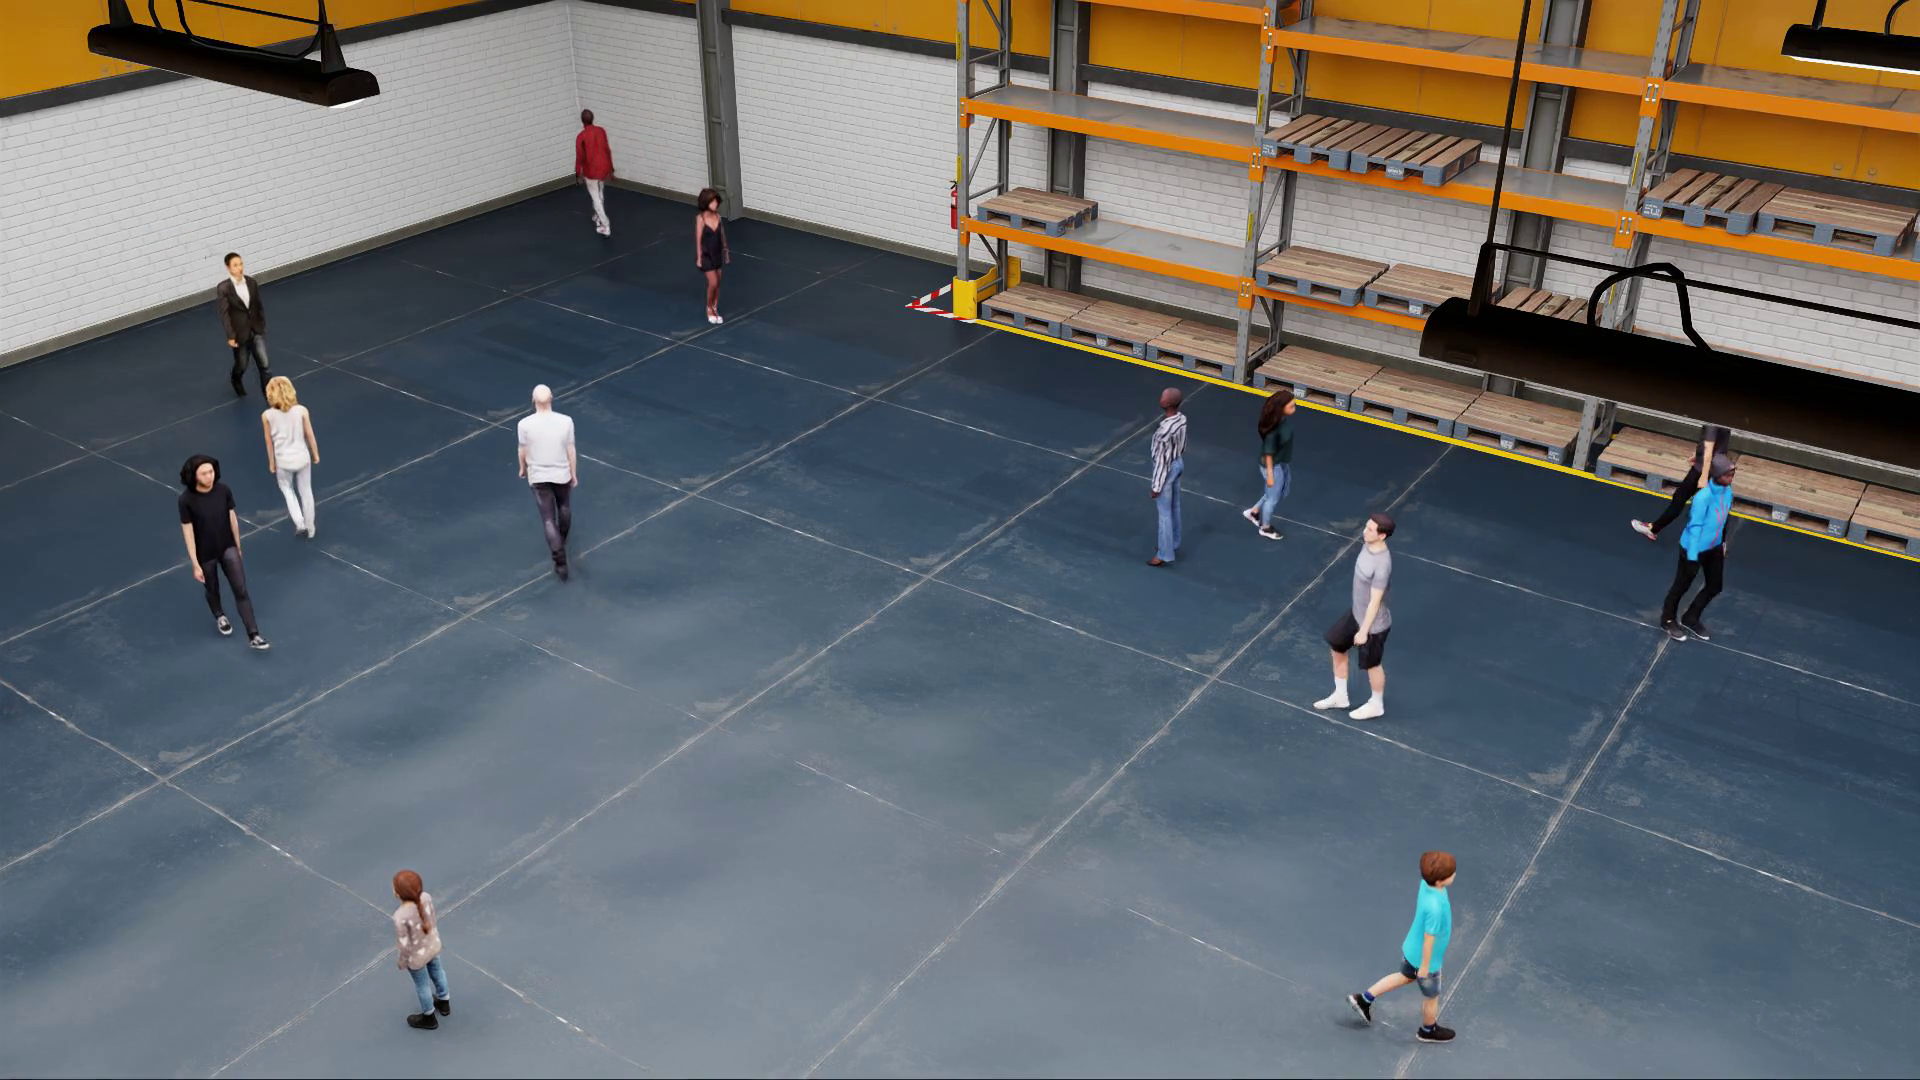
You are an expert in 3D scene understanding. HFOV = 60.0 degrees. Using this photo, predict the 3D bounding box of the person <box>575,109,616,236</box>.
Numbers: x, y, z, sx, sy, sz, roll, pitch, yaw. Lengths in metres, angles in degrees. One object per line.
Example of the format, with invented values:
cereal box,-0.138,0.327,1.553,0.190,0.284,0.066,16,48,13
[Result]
person,-5.259,-5.341,24.208,0.840,1.796,1.014,-23,36,-36

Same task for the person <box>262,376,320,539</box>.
person,-6.399,-0.751,15.935,0.740,1.662,0.779,-12,31,-21

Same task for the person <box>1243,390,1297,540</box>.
person,2.927,-0.725,15.951,0.710,1.599,0.654,10,30,18

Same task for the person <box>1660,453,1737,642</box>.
person,6.321,0.035,14.370,0.749,1.780,0.777,-15,32,-25

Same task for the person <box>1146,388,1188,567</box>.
person,1.945,-0.593,15.505,0.568,1.795,0.649,14,32,24

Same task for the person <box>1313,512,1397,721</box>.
person,3.340,0.618,13.218,0.970,1.860,0.903,-2,29,-4

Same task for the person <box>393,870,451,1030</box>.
person,-3.368,2.544,10.383,0.500,1.194,0.509,14,31,23

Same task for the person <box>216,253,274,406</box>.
person,-8.120,-2.370,18.782,1.099,1.776,0.754,23,36,35

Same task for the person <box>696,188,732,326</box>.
person,-3.196,-3.575,20.993,0.657,1.775,0.614,24,37,37

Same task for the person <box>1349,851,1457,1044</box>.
person,2.780,2.497,10.221,0.968,1.430,0.794,2,29,5

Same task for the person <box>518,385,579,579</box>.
person,-3.779,-0.516,15.376,1.103,1.783,1.300,-11,31,-20

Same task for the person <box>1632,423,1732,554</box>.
person,7.136,-0.647,15.684,1.067,1.720,0.644,18,33,30

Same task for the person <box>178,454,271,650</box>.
person,-6.441,0.071,14.292,0.844,1.791,1.192,-23,36,-36
